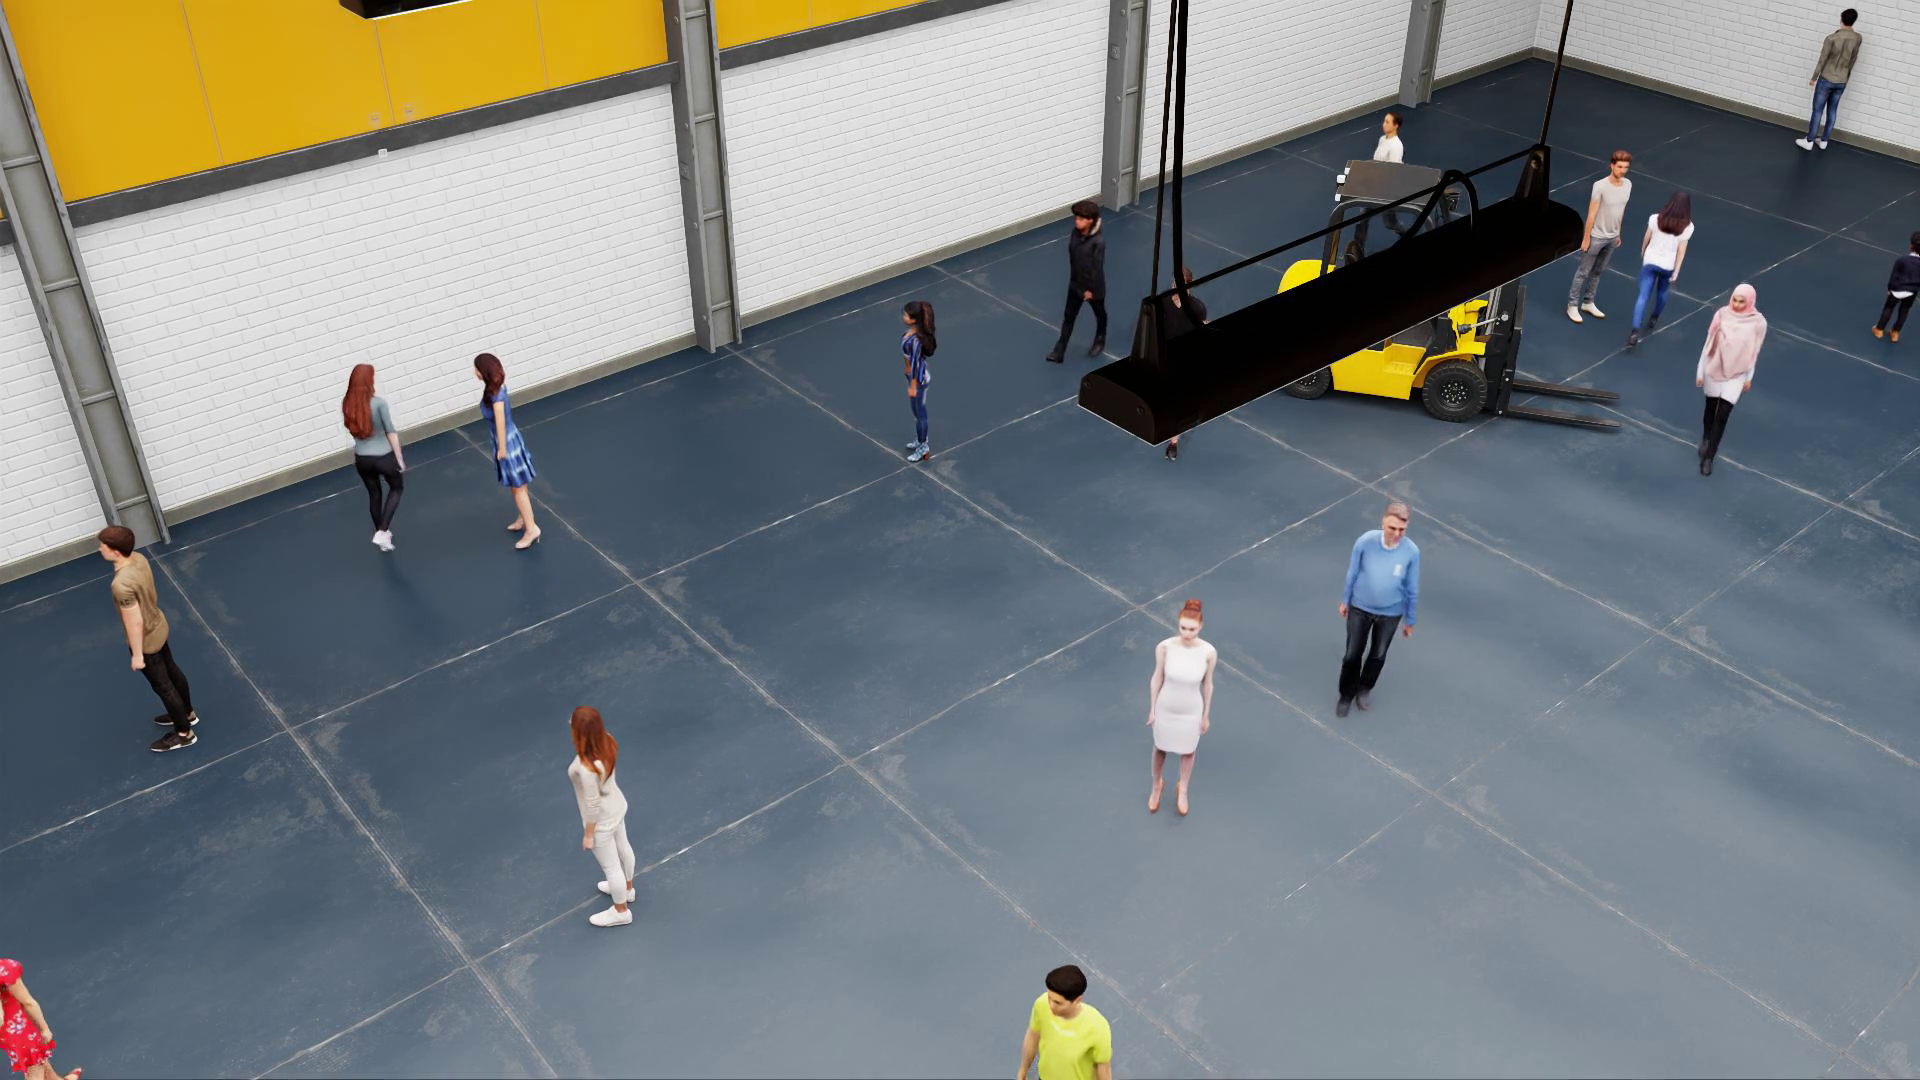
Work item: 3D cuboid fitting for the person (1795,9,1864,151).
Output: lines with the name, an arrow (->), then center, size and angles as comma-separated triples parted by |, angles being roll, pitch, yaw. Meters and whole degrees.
person -> 11.641, -6.138, 22.181 | 0.739, 1.868, 0.854 | -4, 34, -6

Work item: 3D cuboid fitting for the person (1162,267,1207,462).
person -> 2.060, -1.737, 15.598 | 1.018, 1.828, 1.189 | 12, 35, 17

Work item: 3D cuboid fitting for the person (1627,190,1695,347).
person -> 7.258, -2.781, 17.340 | 0.943, 1.637, 1.222 | 14, 36, 20

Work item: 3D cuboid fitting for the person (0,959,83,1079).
person -> -5.250, 2.727, 9.111 | 0.956, 1.572, 1.048 | 5, 34, 7

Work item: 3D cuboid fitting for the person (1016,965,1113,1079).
person -> 0.632, 2.822, 8.869 | 0.726, 1.684, 0.921 | 26, 42, 33

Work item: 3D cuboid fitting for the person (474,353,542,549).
person -> -3.870, -0.777, 14.178 | 0.705, 1.801, 0.757 | -13, 36, -19

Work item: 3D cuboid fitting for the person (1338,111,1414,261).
person -> 4.948, -4.019, 19.084 | 1.245, 1.768, 0.969 | -9, 35, -13

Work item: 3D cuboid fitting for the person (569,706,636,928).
person -> -2.236, 1.726, 10.490 | 0.747, 1.713, 0.677 | 5, 34, 7

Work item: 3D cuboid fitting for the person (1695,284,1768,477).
person -> 7.074, -1.556, 15.371 | 0.829, 1.777, 1.055 | 18, 38, 25

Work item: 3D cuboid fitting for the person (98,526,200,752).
person -> -5.830, 0.682, 11.938 | 0.726, 1.850, 0.742 | -8, 34, -12

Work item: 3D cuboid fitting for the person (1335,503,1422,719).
person -> 3.097, 0.446, 12.337 | 0.851, 1.801, 0.891 | 8, 35, 13

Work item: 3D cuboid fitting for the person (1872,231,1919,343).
person -> 9.990, -2.661, 17.537 | 0.614, 1.219, 0.663 | 9, 35, 13

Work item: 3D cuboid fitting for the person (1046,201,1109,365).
person -> 1.364, -2.652, 17.071 | 0.772, 1.719, 1.168 | 23, 40, 31

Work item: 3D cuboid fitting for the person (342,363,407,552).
person -> -4.917, -0.628, 14.023 | 0.873, 1.724, 0.941 | 1, 34, 2

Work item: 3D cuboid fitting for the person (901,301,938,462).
person -> -0.395, -1.489, 15.415 | 0.740, 1.616, 0.696 | 0, 34, 0

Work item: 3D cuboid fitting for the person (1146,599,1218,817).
person -> 1.494, 1.154, 11.282 | 0.637, 1.790, 0.677 | 6, 34, 9

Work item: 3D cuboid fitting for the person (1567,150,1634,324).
person -> 6.889, -3.281, 17.859 | 0.602, 1.894, 0.772 | -13, 36, -19
